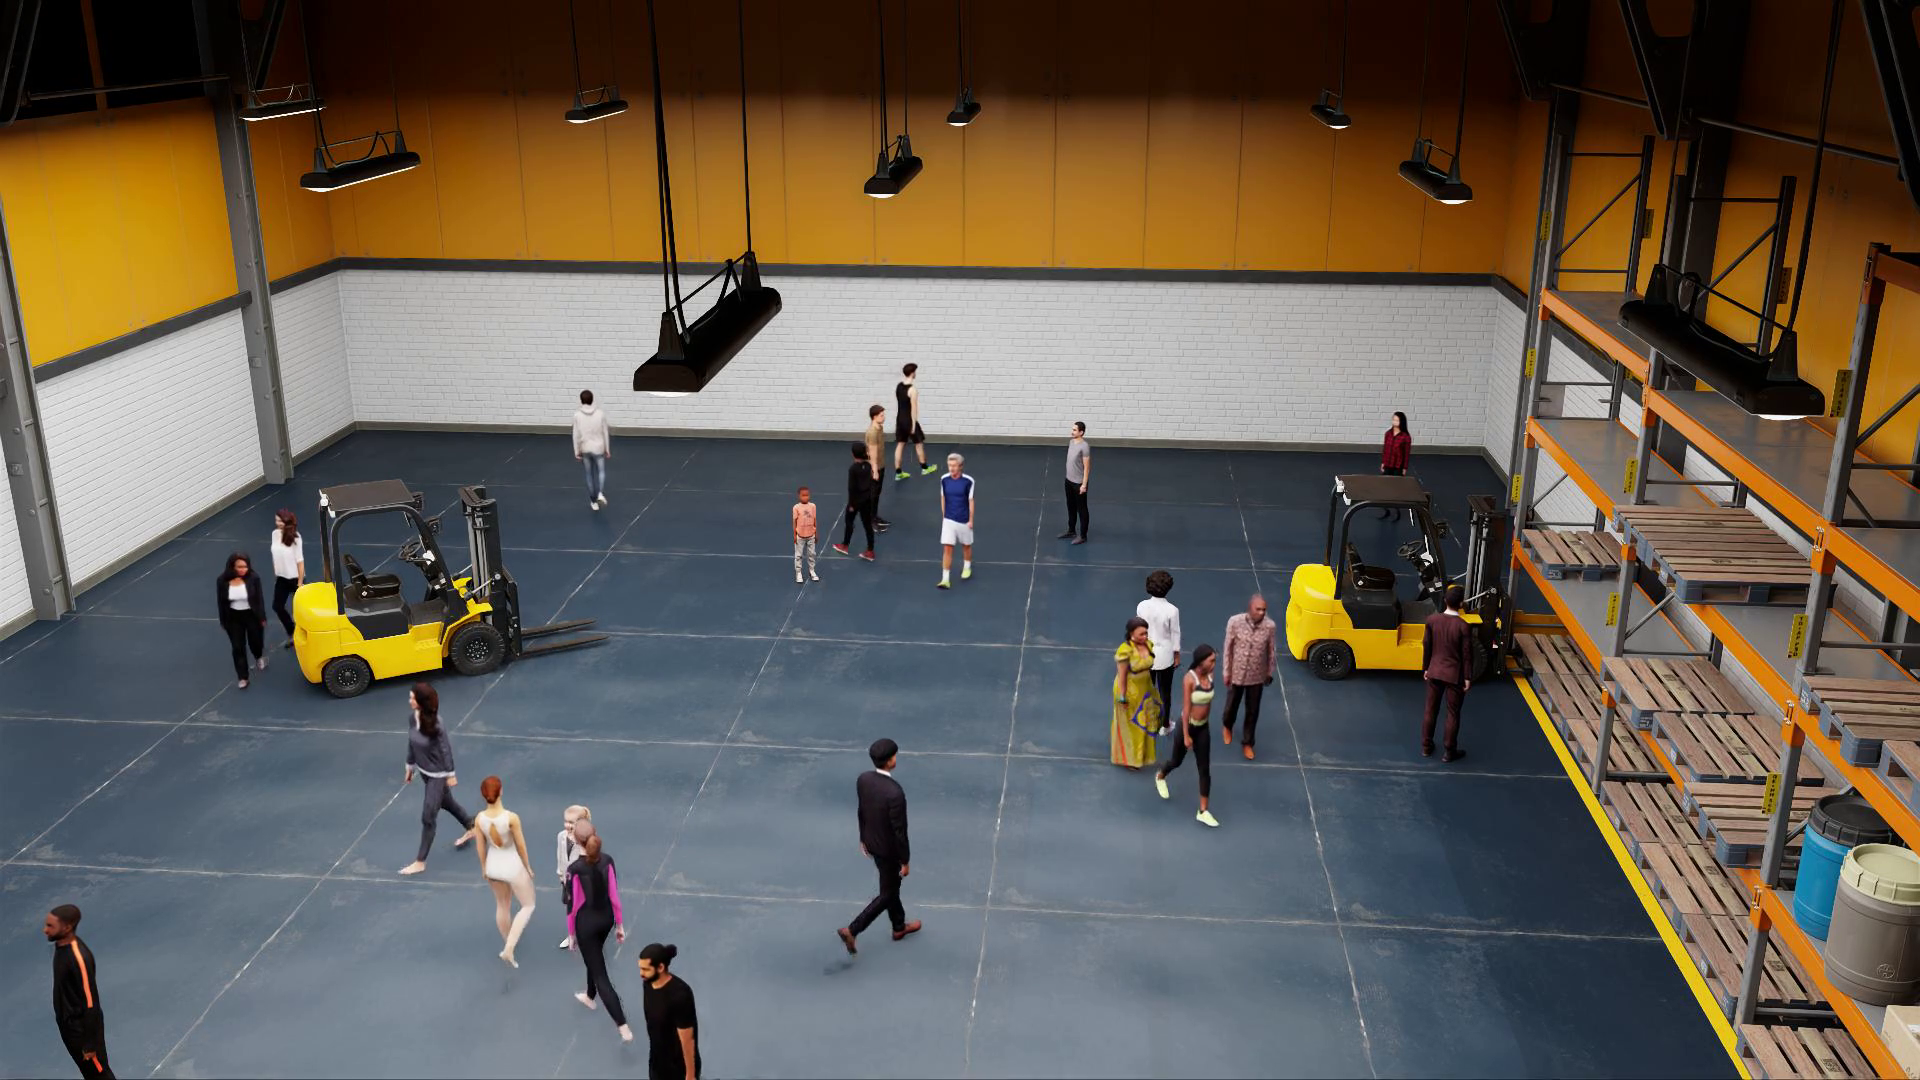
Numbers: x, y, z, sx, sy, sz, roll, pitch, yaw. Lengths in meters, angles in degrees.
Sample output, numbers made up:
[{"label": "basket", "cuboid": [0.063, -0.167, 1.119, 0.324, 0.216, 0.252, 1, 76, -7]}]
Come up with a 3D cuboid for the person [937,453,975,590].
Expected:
[{"label": "person", "cuboid": [0.010, -0.276, 21.880, 0.806, 1.788, 1.208, 5, 19, 15]}]

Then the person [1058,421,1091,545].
[{"label": "person", "cuboid": [1.669, -0.842, 23.612, 0.763, 1.755, 0.675, -11, 22, -30]}]

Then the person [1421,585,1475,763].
[{"label": "person", "cuboid": [4.957, 1.352, 16.924, 0.780, 1.866, 0.797, 14, 23, 36]}]

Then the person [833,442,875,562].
[{"label": "person", "cuboid": [-1.312, -0.510, 22.790, 1.005, 1.651, 0.971, 18, 25, 42]}]

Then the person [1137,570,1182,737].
[{"label": "person", "cuboid": [2.083, 1.182, 17.518, 0.700, 1.810, 0.685, 8, 20, 22]}]

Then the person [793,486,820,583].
[{"label": "person", "cuboid": [-2.062, -0.094, 22.093, 0.528, 1.307, 0.546, -5, 19, -15]}]

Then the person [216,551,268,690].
[{"label": "person", "cuboid": [-8.087, 0.863, 18.802, 0.856, 1.594, 0.961, -5, 19, -15]}]

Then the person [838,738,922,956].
[{"label": "person", "cuboid": [-0.676, 2.512, 13.490, 1.216, 1.860, 1.161, -15, 24, -38]}]

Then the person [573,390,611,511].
[{"label": "person", "cuboid": [-5.496, -1.316, 24.878, 0.832, 1.846, 0.901, -5, 19, -15]}]

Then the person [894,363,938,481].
[{"label": "person", "cuboid": [-0.901, -1.856, 26.459, 1.032, 1.860, 1.136, 16, 24, 39]}]

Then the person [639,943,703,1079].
[{"label": "person", "cuboid": [-1.812, 3.417, 11.000, 1.033, 1.733, 1.137, 14, 23, 36]}]

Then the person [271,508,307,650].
[{"label": "person", "cuboid": [-7.863, 0.447, 19.741, 0.690, 1.784, 0.673, 7, 20, 20]}]

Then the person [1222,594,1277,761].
[{"label": "person", "cuboid": [2.924, 1.347, 17.065, 0.694, 1.786, 0.771, 2, 19, 6]}]

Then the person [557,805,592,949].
[{"label": "person", "cuboid": [-3.136, 2.763, 13.660, 0.564, 1.275, 0.587, 7, 20, 20]}]

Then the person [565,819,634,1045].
[{"label": "person", "cuboid": [-2.690, 2.953, 12.428, 1.097, 1.701, 1.165, -15, 24, -37]}]

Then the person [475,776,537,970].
[{"label": "person", "cuboid": [-3.658, 2.679, 13.349, 0.633, 1.632, 0.846, 3, 19, 10]}]

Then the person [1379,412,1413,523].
[{"label": "person", "cuboid": [6.425, -1.095, 24.528, 0.703, 1.650, 0.654, -17, 25, -41]}]

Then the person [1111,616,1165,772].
[{"label": "person", "cuboid": [1.694, 1.519, 16.772, 0.981, 1.646, 1.044, -18, 25, -42]}]

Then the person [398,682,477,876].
[{"label": "person", "cuboid": [-4.665, 2.081, 14.993, 1.045, 1.718, 1.215, 15, 24, 38]}]

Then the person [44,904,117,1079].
[{"label": "person", "cuboid": [-5.957, 3.277, 11.297, 0.696, 1.809, 0.731, 17, 25, 41]}]

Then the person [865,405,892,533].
[{"label": "person", "cuboid": [-1.225, -1.055, 24.097, 0.718, 1.850, 0.496, 3, 19, 8]}]

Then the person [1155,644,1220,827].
[{"label": "person", "cuboid": [2.146, 1.803, 15.833, 1.003, 1.708, 1.227, -9, 21, -24]}]
